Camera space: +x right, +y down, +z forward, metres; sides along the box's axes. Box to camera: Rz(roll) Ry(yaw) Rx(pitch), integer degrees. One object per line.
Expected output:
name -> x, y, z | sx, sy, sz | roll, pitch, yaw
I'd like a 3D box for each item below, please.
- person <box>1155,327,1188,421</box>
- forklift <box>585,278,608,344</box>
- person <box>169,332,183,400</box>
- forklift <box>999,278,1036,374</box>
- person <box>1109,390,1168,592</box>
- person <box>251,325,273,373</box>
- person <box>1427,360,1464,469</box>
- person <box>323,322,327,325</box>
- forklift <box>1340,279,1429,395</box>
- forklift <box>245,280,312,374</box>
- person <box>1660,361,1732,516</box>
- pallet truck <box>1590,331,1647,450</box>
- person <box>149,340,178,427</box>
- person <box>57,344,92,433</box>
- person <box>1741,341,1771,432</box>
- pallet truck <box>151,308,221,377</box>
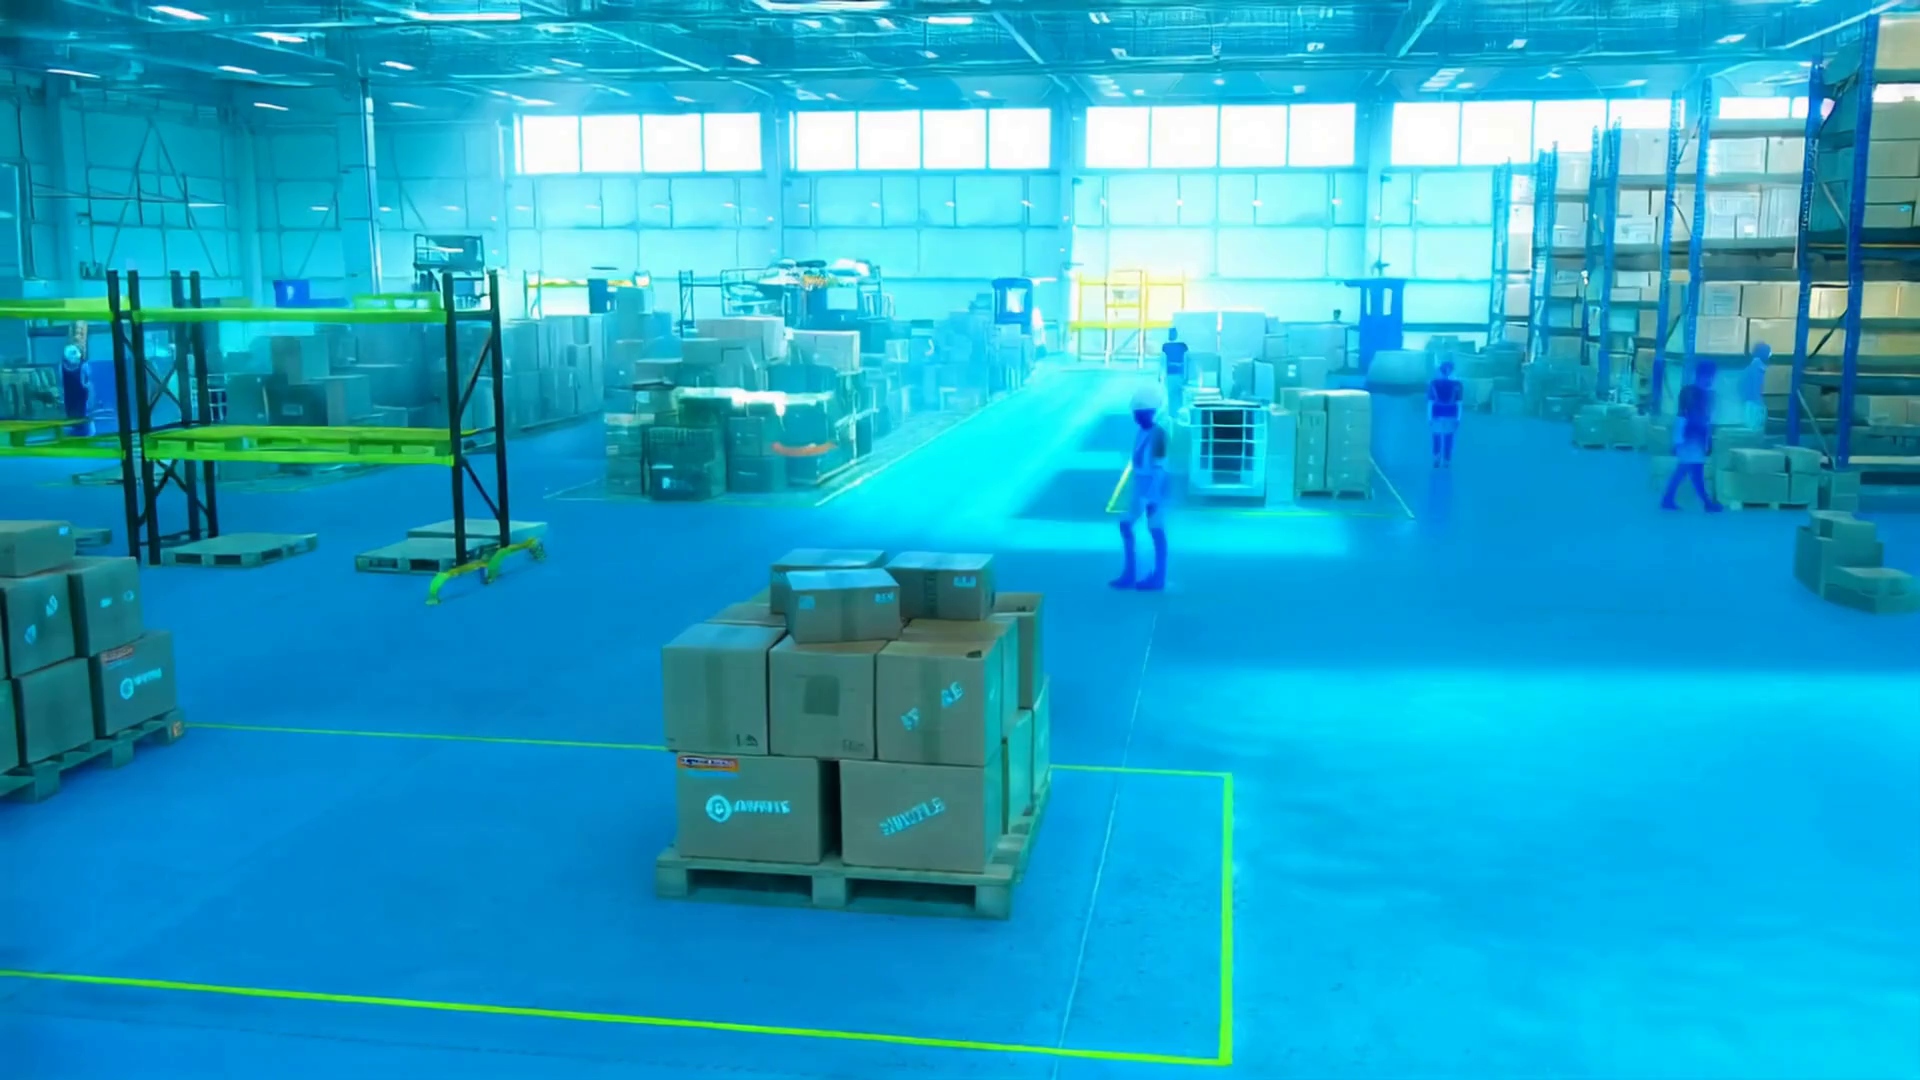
person -> 4.244, -3.343, 33.615 | 0.599, 1.881, 0.924 | -4, 10, -22
forklift -> -9.889, -5.755, 45.410 | 1.873, 2.768, 1.129 | 0, 9, 3
person -> -17.881, -3.946, 38.066 | 0.522, 1.639, 0.305 | 6, 11, 31
forklift -> 1.603, -6.205, 48.183 | 1.129, 2.768, 1.873 | 2, 9, 9
person -> 1.666, -0.443, 15.600 | 0.681, 1.914, 0.581 | -3, 10, -20
person -> -14.708, -3.617, 35.293 | 0.641, 1.899, 1.009 | -1, 9, -6
person -> 7.436, -1.926, 25.516 | 0.532, 1.665, 0.793 | 3, 10, 18
person -> -19.248, -6.082, 50.475 | 0.865, 1.905, 0.555 | -5, 10, -28
forklift -> 10.461, -4.997, 40.732 | 1.129, 2.768, 1.873 | -7, 11, -35
forklift -> -14.413, -4.233, 36.020 | 1.873, 2.768, 1.129 | 1, 9, 9
person -> 9.174, -1.245, 20.562 | 0.626, 1.907, 1.005 | -8, 12, -41
pallet truck -> 11.253, -2.573, 28.499 | 0.823, 1.965, 1.885 | 5, 10, 27
person -> -15.136, -2.930, 31.574 | 0.508, 1.695, 0.893 | -1, 9, -8
person -> -14.656, -2.342, 27.600 | 0.525, 1.827, 0.581 | -1, 9, -7
person -> 12.565, -2.172, 26.266 | 0.431, 1.919, 0.658 | 4, 10, 24
pallet truck -> -21.869, -5.598, 47.154 | 0.823, 1.965, 1.885 | 4, 10, 26
